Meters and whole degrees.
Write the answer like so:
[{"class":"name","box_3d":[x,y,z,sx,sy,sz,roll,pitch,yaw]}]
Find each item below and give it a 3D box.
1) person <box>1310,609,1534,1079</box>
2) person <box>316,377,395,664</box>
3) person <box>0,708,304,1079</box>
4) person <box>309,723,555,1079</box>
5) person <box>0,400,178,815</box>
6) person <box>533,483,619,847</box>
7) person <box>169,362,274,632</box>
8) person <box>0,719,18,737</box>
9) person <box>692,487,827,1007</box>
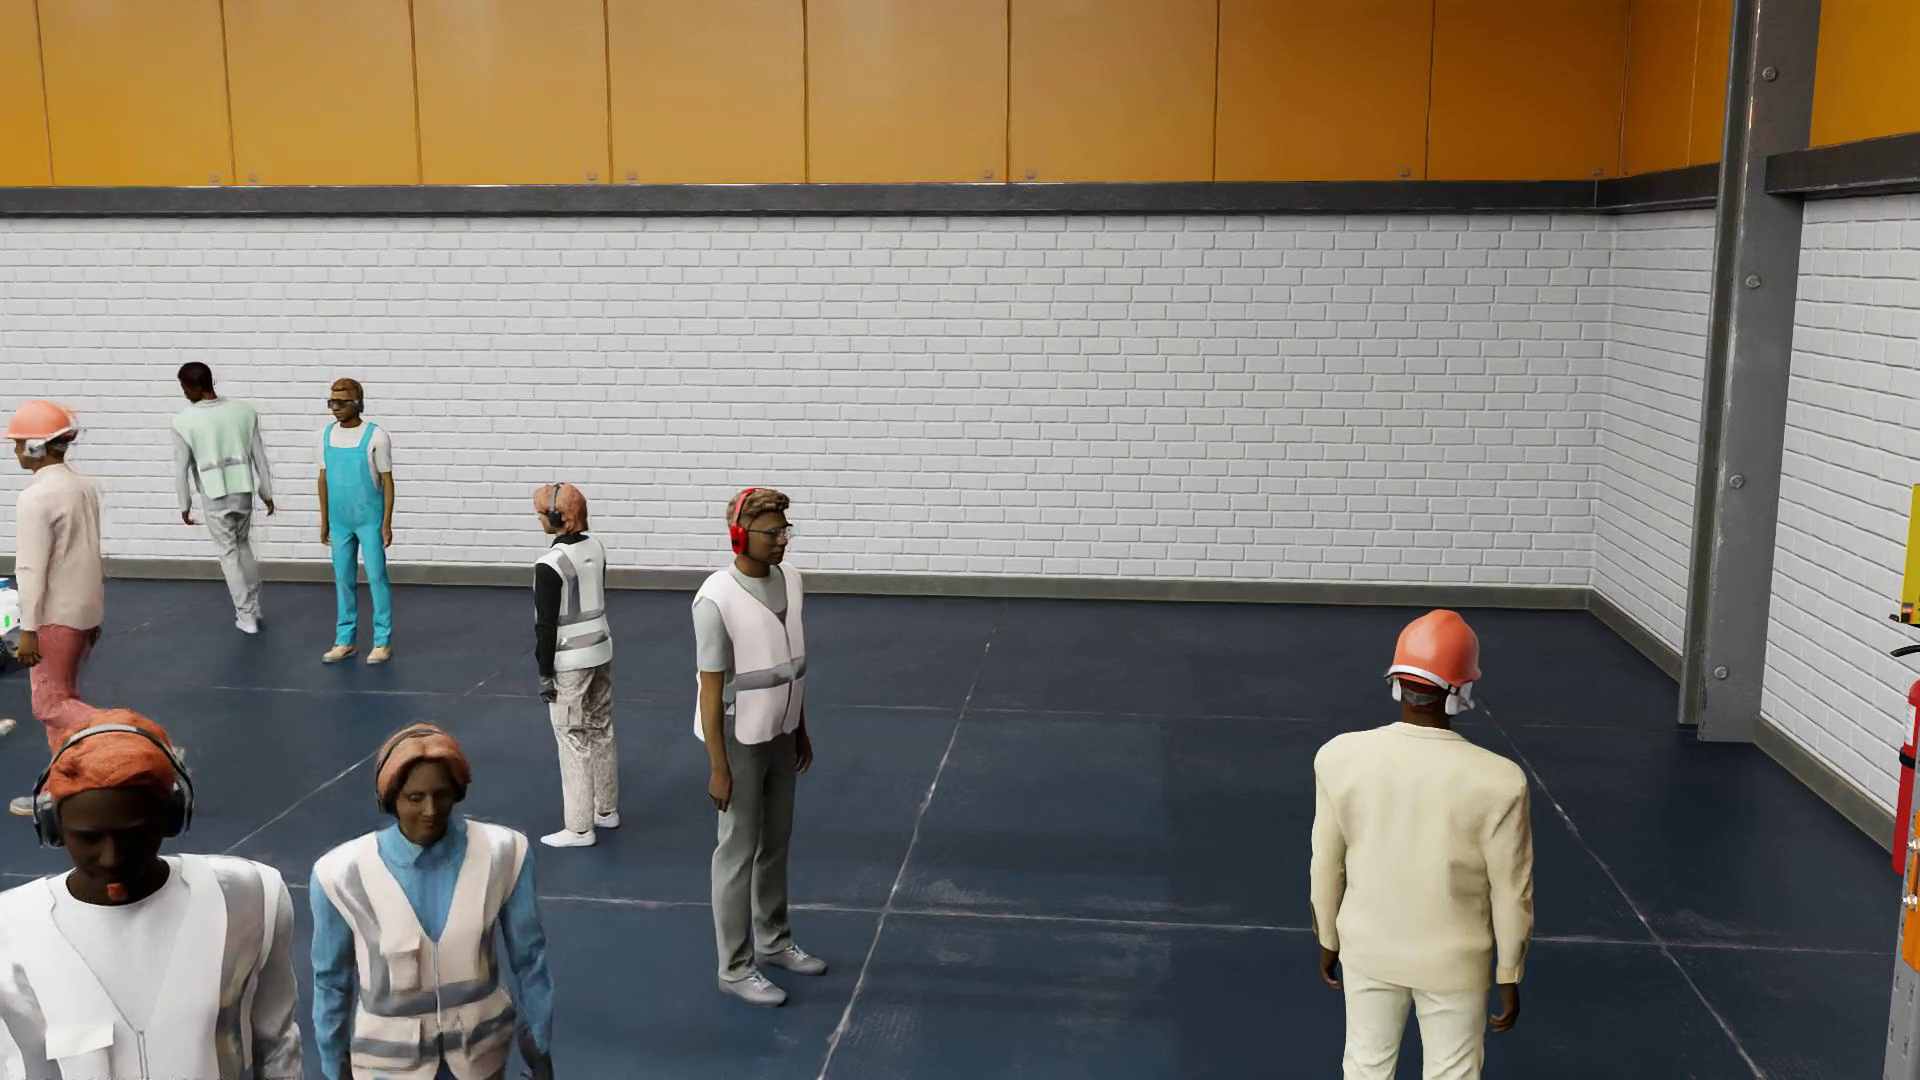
[{"class":"person","box_3d":[1.180,1.041,4.273,0.566,1.751,0.329,6,11,30]},{"class":"person","box_3d":[-3.864,-0.119,10.652,0.505,1.846,0.347,2,10,9]},{"class":"person","box_3d":[-1.438,1.208,2.941,0.574,1.886,0.358,-7,12,-35]},{"class":"person","box_3d":[-1.223,1.185,3.881,0.522,1.601,0.827,-5,11,-27]},{"class":"person","box_3d":[-4.084,0.336,7.694,0.727,1.971,0.623,-1,10,-7]},{"class":"person","box_3d":[-1.720,0.554,7.423,0.316,1.629,0.508,3,10,18]},{"class":"person","box_3d":[-5.160,-0.301,11.583,0.677,1.881,0.649,9,13,42]},{"class":"person","box_3d":[-5.621,0.244,8.748,0.975,1.788,0.608,-1,10,-5]},{"class":"person","box_3d":[-0.735,0.718,5.893,0.402,1.841,0.568,5,11,25]}]
